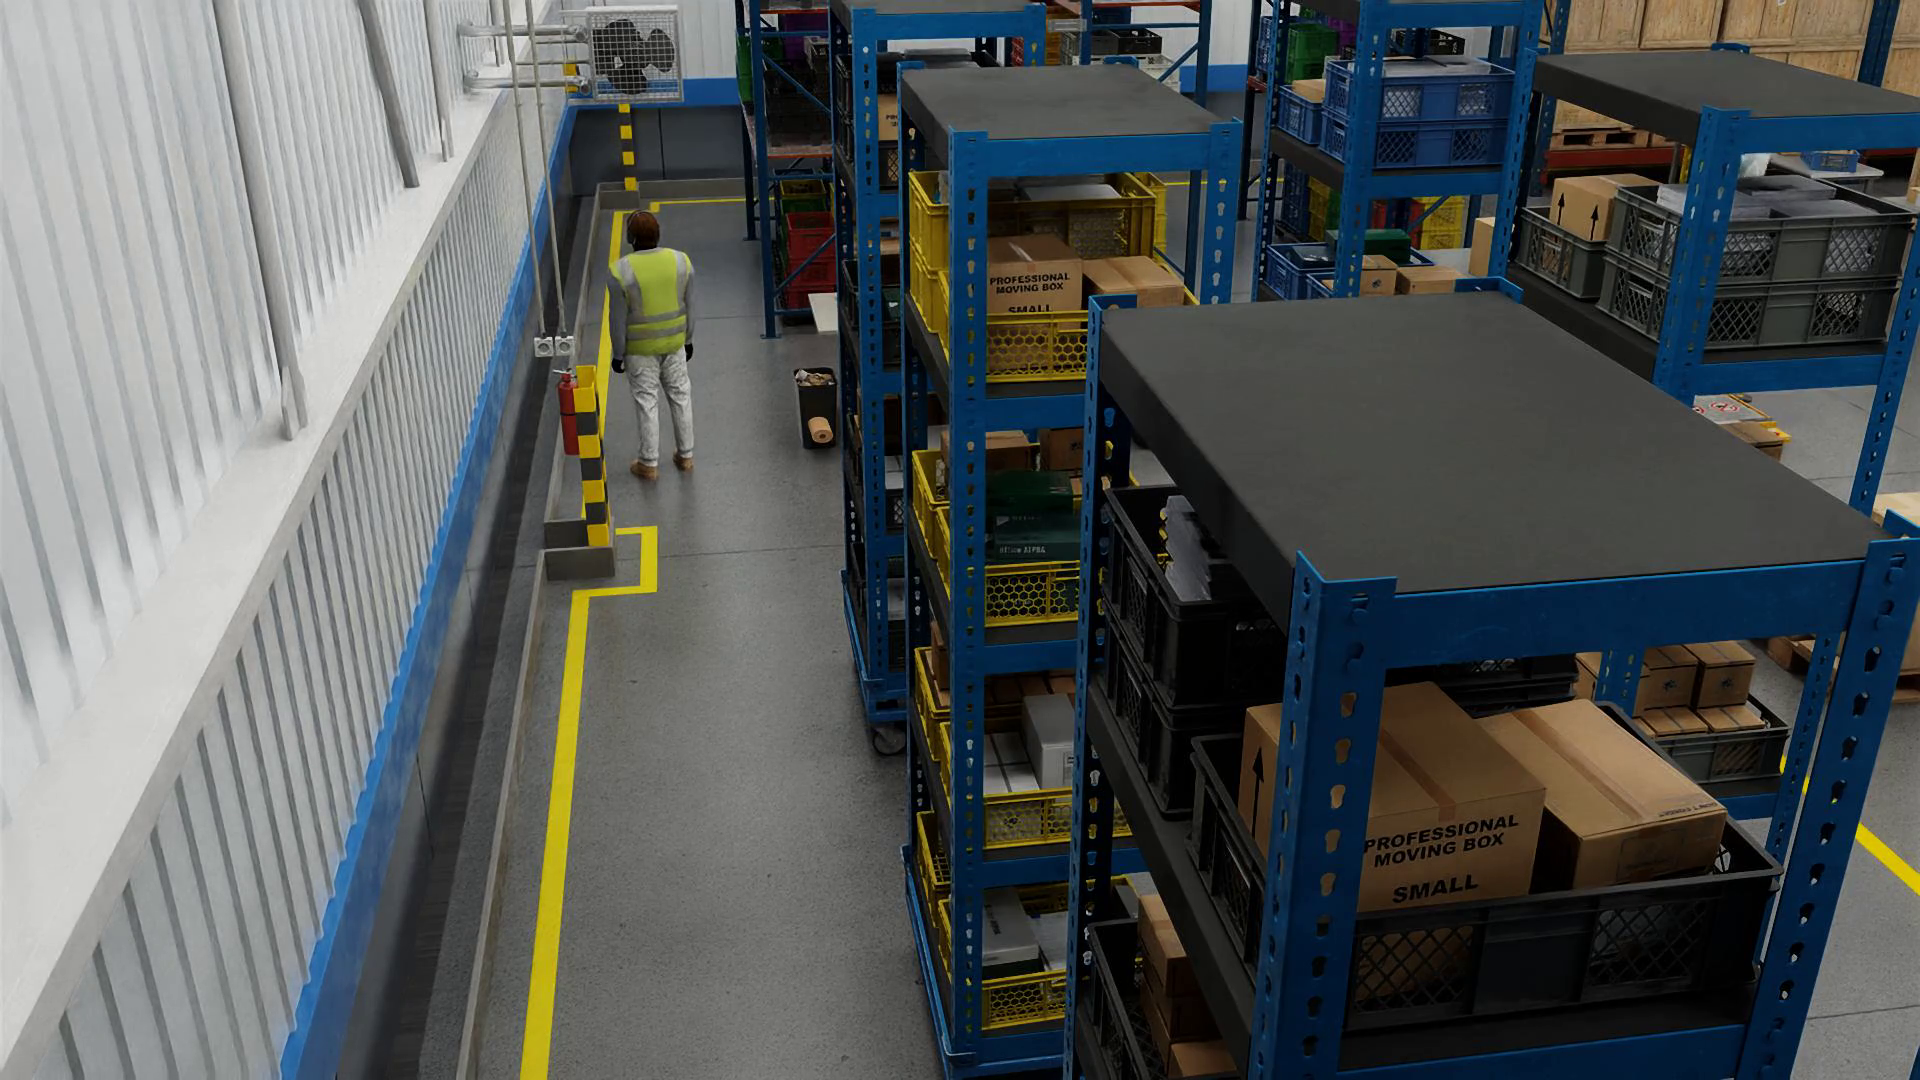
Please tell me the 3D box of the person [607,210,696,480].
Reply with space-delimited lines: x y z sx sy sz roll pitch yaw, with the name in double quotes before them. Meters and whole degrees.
"person" -2.083 -1.319 11.268 0.621 1.845 0.429 -16 29 -31
